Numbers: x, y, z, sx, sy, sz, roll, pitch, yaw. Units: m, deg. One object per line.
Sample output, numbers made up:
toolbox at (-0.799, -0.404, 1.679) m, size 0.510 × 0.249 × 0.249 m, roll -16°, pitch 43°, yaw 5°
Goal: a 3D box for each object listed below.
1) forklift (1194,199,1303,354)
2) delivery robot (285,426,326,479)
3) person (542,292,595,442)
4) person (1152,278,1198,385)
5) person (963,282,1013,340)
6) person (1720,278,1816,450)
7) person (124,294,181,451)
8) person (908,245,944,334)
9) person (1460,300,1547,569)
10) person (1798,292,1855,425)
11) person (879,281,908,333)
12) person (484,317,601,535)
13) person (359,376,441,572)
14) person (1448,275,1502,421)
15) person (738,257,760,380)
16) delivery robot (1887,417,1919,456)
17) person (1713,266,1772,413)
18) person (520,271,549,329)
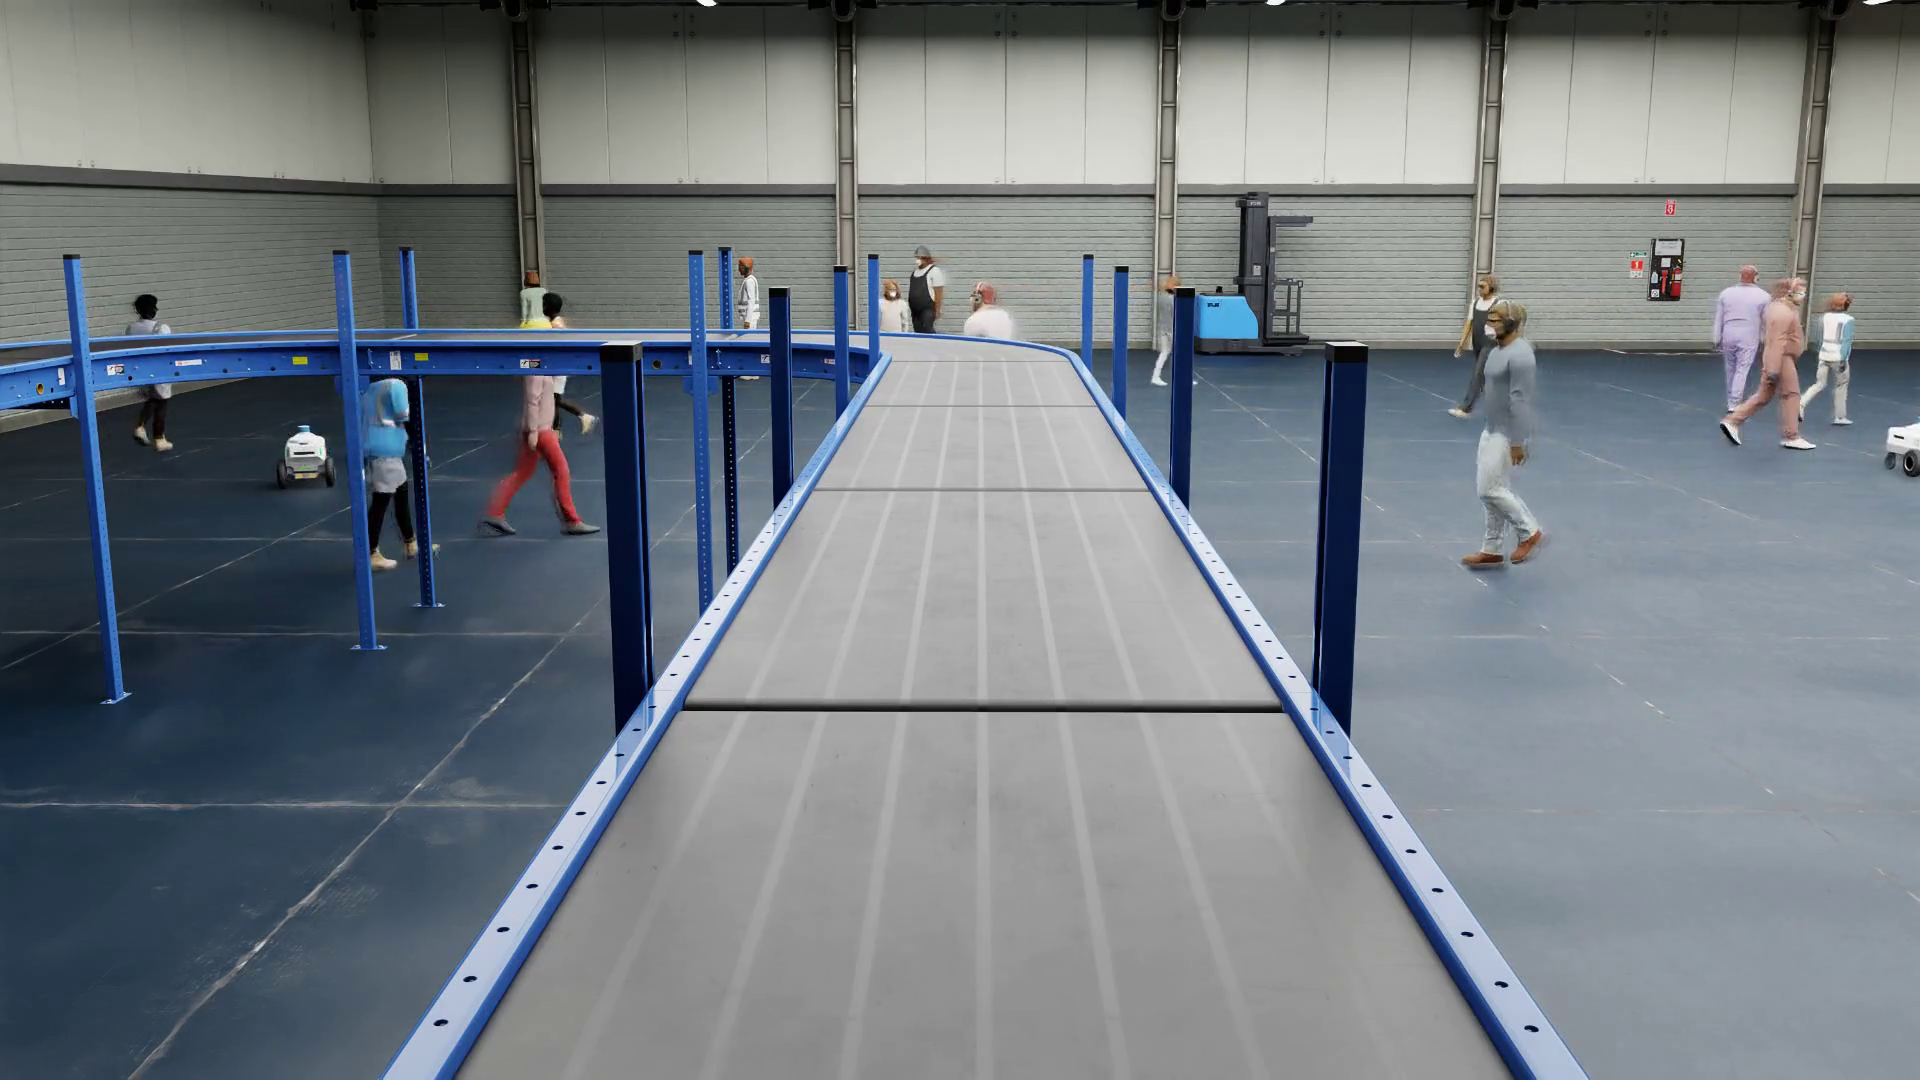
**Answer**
forklift at (5.313, -4.851, 30.603) m, size 1.873 × 2.768 × 1.129 m, roll 0°, pitch 11°, yaw 1°
delivery robot at (-6.192, -0.838, 15.729) m, size 0.477 × 0.478 × 0.707 m, roll -4°, pitch 12°, yaw -20°
person at (-4.437, -1.923, 18.538) m, size 0.569 × 1.673 × 0.535 m, roll -2°, pitch 11°, yaw -12°
person at (3.183, -3.100, 24.780) m, size 0.703 × 1.603 × 0.521 m, roll -4°, pitch 12°, yaw -20°
person at (0.150, -1.578, 16.299) m, size 0.934 × 1.864 × 0.651 m, roll 7°, pitch 13°, yaw 33°
person at (8.860, -1.930, 18.134) m, size 0.903 × 1.861 × 0.656 m, roll 3°, pitch 12°, yaw 17°
person at (-8.669, -1.800, 17.902) m, size 0.538 × 1.684 × 0.363 m, roll 3°, pitch 11°, yaw 15°
person at (-0.629, -3.901, 27.885) m, size 0.543 × 2.000 × 0.696 m, roll -11°, pitch 15°, yaw -44°
person at (3.865, -0.736, 11.813) m, size 0.483 × 1.920 × 0.646 m, roll 0°, pitch 11°, yaw 1°
person at (10.480, -2.185, 20.072) m, size 0.723 × 1.615 × 0.522 m, roll -3°, pitch 11°, yaw -14°
person at (-0.999, -2.940, 23.999) m, size 0.509 × 1.592 × 0.859 m, roll -1°, pitch 11°, yaw -3°
person at (-3.364, -0.892, 13.119) m, size 0.883 × 1.728 × 0.532 m, roll -3°, pitch 11°, yaw -15°
person at (-4.012, -0.630, 11.911) m, size 0.749 × 1.666 × 0.549 m, roll -9°, pitch 14°, yaw -39°
person at (6.490, -2.387, 20.650) m, size 0.989 × 1.793 × 0.505 m, roll -5°, pitch 12°, yaw -25°
person at (-3.288, -3.445, 25.839) m, size 0.355 × 1.882 × 0.576 m, roll -2°, pitch 11°, yaw -8°
delivery robot at (9.498, -0.971, 16.414) m, size 0.477 × 0.478 × 0.707 m, roll 0°, pitch 11°, yaw -1°
person at (10.140, -2.588, 21.474) m, size 0.669 × 1.862 × 0.931 m, roll 10°, pitch 15°, yaw 43°
person at (-6.817, -3.483, 26.673) m, size 0.500 × 1.634 × 0.276 m, roll -9°, pitch 14°, yaw -40°
